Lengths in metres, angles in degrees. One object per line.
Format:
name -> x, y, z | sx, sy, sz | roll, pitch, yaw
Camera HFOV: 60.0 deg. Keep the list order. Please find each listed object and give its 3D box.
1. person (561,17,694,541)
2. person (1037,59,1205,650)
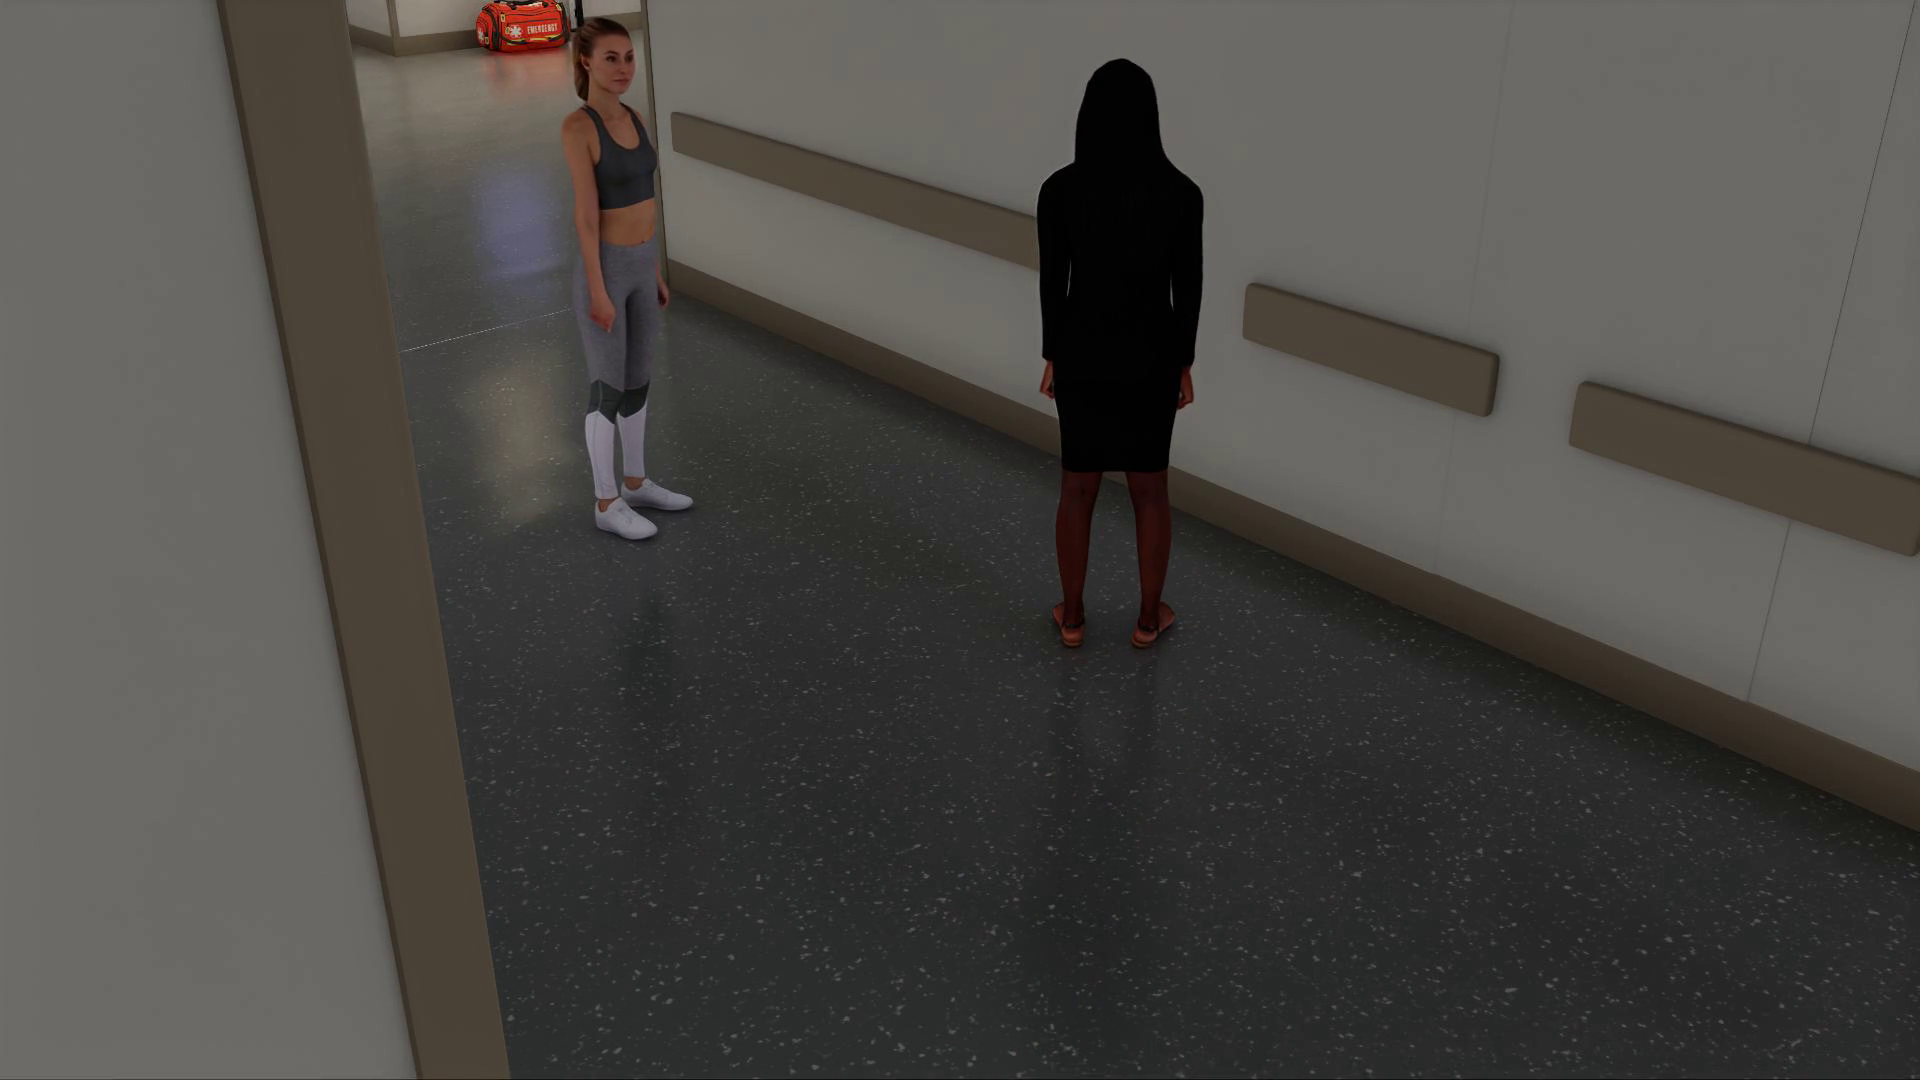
person -> -1.147, -0.859, 5.538 | 0.700, 1.706, 0.590 | 11, 28, 21
person -> 0.448, -0.495, 4.766 | 0.678, 1.721, 0.726 | 3, 26, 7
